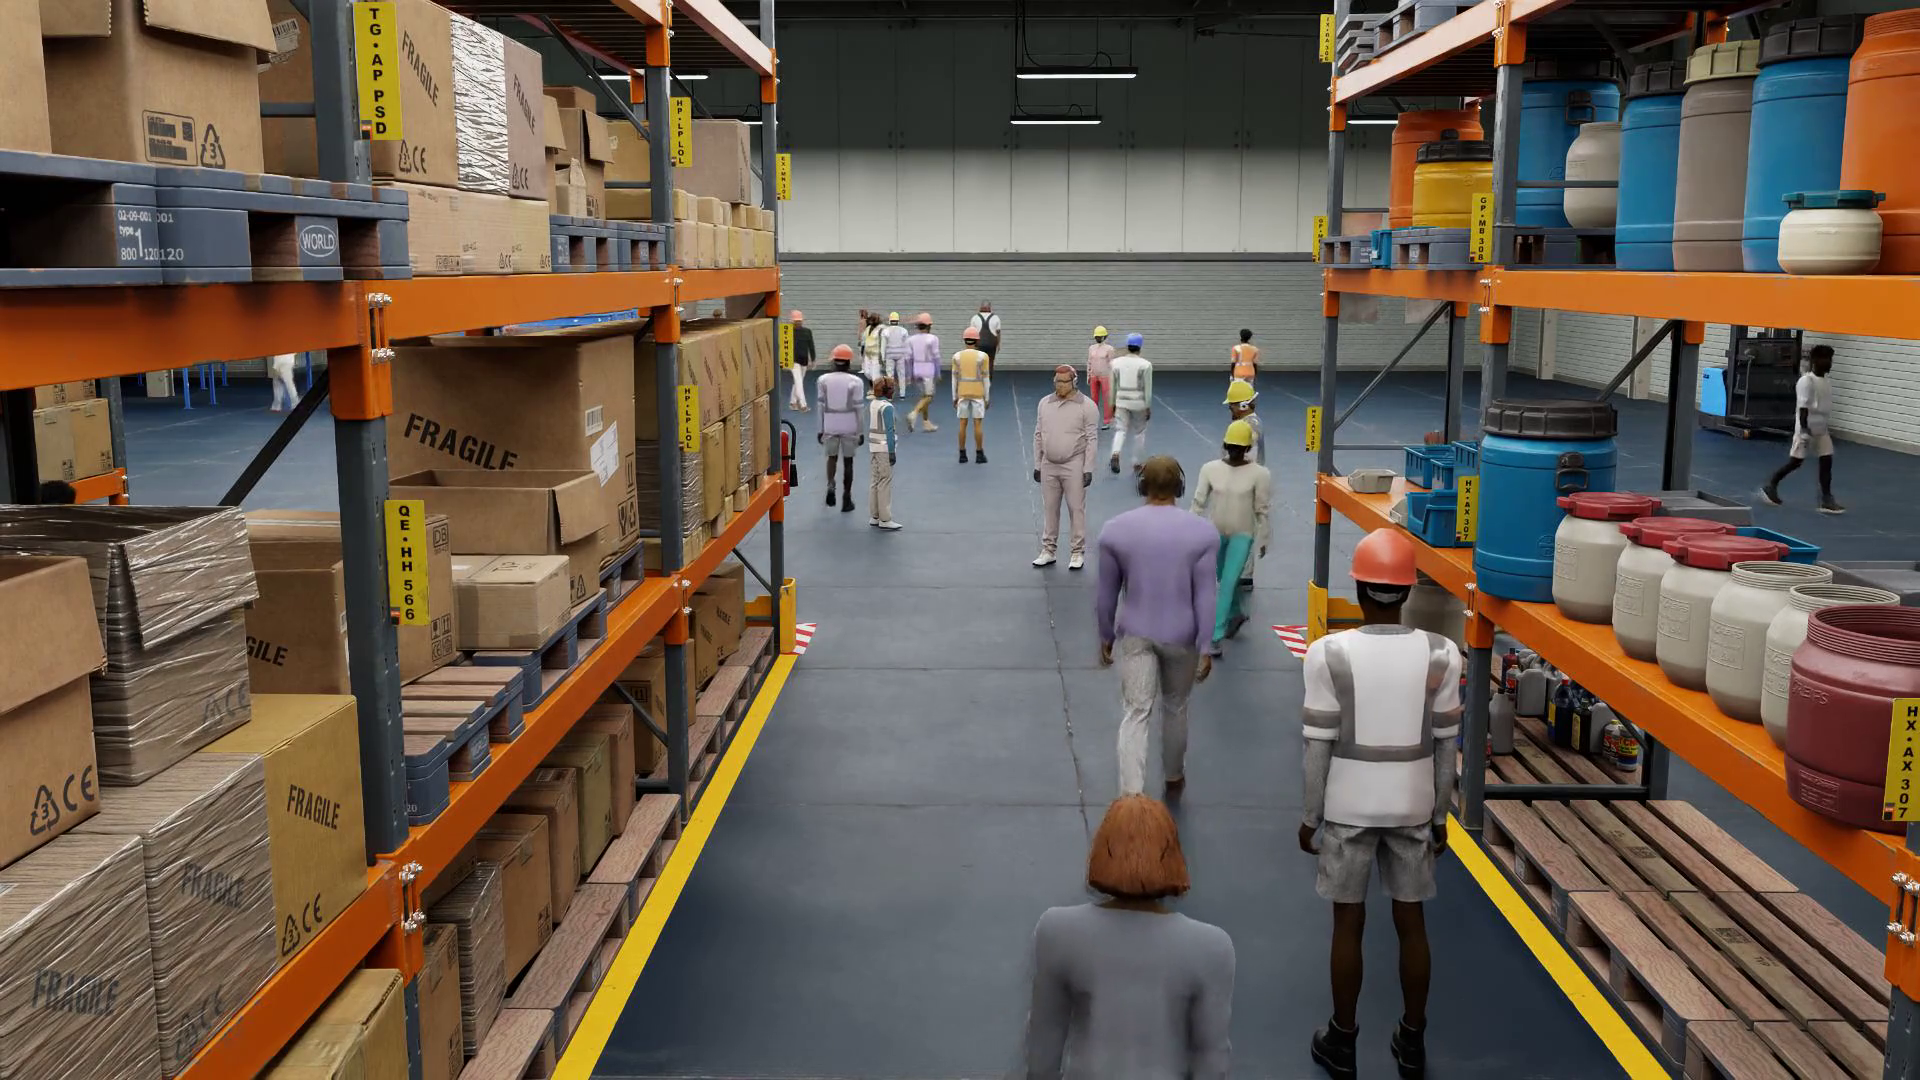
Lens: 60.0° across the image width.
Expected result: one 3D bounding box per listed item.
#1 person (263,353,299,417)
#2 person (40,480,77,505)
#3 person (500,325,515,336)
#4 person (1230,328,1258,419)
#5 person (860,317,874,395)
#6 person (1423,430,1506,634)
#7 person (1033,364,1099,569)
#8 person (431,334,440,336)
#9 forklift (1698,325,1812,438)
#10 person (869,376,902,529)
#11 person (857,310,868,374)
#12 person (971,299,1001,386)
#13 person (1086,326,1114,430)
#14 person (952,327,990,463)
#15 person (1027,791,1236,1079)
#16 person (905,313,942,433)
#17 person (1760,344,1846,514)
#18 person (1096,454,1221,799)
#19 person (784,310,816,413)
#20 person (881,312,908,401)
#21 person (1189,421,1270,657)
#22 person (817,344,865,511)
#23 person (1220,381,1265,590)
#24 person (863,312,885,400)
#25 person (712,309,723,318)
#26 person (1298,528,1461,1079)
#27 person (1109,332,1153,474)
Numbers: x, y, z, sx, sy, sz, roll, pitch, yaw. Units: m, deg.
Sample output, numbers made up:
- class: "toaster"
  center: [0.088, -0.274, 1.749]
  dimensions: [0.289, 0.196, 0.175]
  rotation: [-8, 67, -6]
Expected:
- class: "person"
  center: [-12.613, -3.214, 30.662]
  dimensions: [0.803, 1.914, 0.655]
  rotation: [-2, 10, -13]
- class: "person"
  center: [-4.983, 0.494, 9.249]
  dimensions: [0.546, 1.658, 0.803]
  rotation: [-3, 10, -17]
- class: "person"
  center: [-7.204, -2.574, 26.949]
  dimensions: [0.866, 1.883, 0.657]
  rotation: [3, 10, 15]
- class: "person"
  center: [5.083, -2.919, 29.582]
  dimensions: [0.540, 1.683, 0.506]
  rotation: [-4, 10, -22]
- class: "person"
  center: [-1.941, -3.969, 35.856]
  dimensions: [0.552, 1.682, 0.435]
  rotation: [-9, 13, -42]
- class: "person"
  center: [3.763, -0.047, 12.720]
  dimensions: [0.962, 1.568, 0.505]
  rotation: [4, 10, 24]
- class: "person"
  center: [0.967, -0.690, 15.584]
  dimensions: [0.642, 1.907, 0.410]
  rotation: [5, 11, 27]
- class: "person"
  center: [-13.472, -5.045, 42.582]
  dimensions: [0.825, 1.585, 0.523]
  rotation: [5, 11, 28]
- class: "forklift"
  center: [13.248, -3.165, 27.620]
  dimensions: [1.129, 2.768, 1.873]
  rotation: [0, 9, 1]
- class: "person"
  center: [-0.823, -0.946, 17.909]
  dimensions: [0.308, 1.639, 0.524]
  rotation: [-4, 10, -24]
- class: "person"
  center: [-2.471, -5.124, 42.938]
  dimensions: [0.305, 1.639, 0.522]
  rotation: [3, 10, 20]
- class: "person"
  center: [0.602, -4.548, 38.417]
  dimensions: [0.693, 2.000, 0.572]
  rotation: [0, 9, 3]
- class: "person"
  center: [2.402, -2.789, 28.575]
  dimensions: [0.524, 1.769, 0.309]
  rotation: [7, 12, 35]
- class: "person"
  center: [0.165, -2.078, 23.804]
  dimensions: [0.549, 1.936, 0.377]
  rotation: [3, 10, 16]
- class: "person"
  center: [0.392, 1.404, 3.988]
  dimensions: [0.505, 1.596, 0.837]
  rotation: [2, 10, 12]
- class: "person"
  center: [-0.643, -2.790, 27.839]
  dimensions: [0.621, 2.019, 0.813]
  rotation: [8, 12, 39]
- class: "person"
  center: [9.797, -1.307, 19.222]
  dimensions: [0.614, 1.936, 0.955]
  rotation: [-6, 11, -30]
- class: "person"
  center: [1.004, 0.503, 8.538]
  dimensions: [0.639, 1.885, 1.052]
  rotation: [2, 10, 11]
- class: "person"
  center: [-3.097, -3.424, 31.874]
  dimensions: [0.605, 1.951, 1.034]
  rotation: [-6, 11, -32]
- class: "person"
  center: [-1.347, -3.783, 34.327]
  dimensions: [0.586, 1.833, 0.403]
  rotation: [-2, 10, -12]
- class: "person"
  center: [2.008, -0.055, 12.362]
  dimensions: [0.597, 1.714, 0.897]
  rotation: [4, 10, 22]
- class: "person"
  center: [-1.366, -1.288, 19.116]
  dimensions: [0.573, 1.921, 0.458]
  rotation: [2, 10, 10]
- class: "person"
  center: [2.467, -0.483, 14.591]
  dimensions: [0.403, 1.823, 0.586]
  rotation: [2, 10, 9]
- class: "person"
  center: [-1.761, -3.857, 34.805]
  dimensions: [0.488, 1.823, 0.635]
  rotation: [-7, 12, -37]
- class: "person"
  center: [-5.258, -4.107, 36.261]
  dimensions: [0.621, 1.838, 0.429]
  rotation: [-3, 10, -17]
- class: "person"
  center: [1.449, 0.922, 5.828]
  dimensions: [0.547, 1.938, 0.378]
  rotation: [0, 9, 0]
- class: "person"
  center: [2.281, -1.827, 22.342]
  dimensions: [0.614, 1.922, 0.782]
  rotation: [4, 10, 25]
